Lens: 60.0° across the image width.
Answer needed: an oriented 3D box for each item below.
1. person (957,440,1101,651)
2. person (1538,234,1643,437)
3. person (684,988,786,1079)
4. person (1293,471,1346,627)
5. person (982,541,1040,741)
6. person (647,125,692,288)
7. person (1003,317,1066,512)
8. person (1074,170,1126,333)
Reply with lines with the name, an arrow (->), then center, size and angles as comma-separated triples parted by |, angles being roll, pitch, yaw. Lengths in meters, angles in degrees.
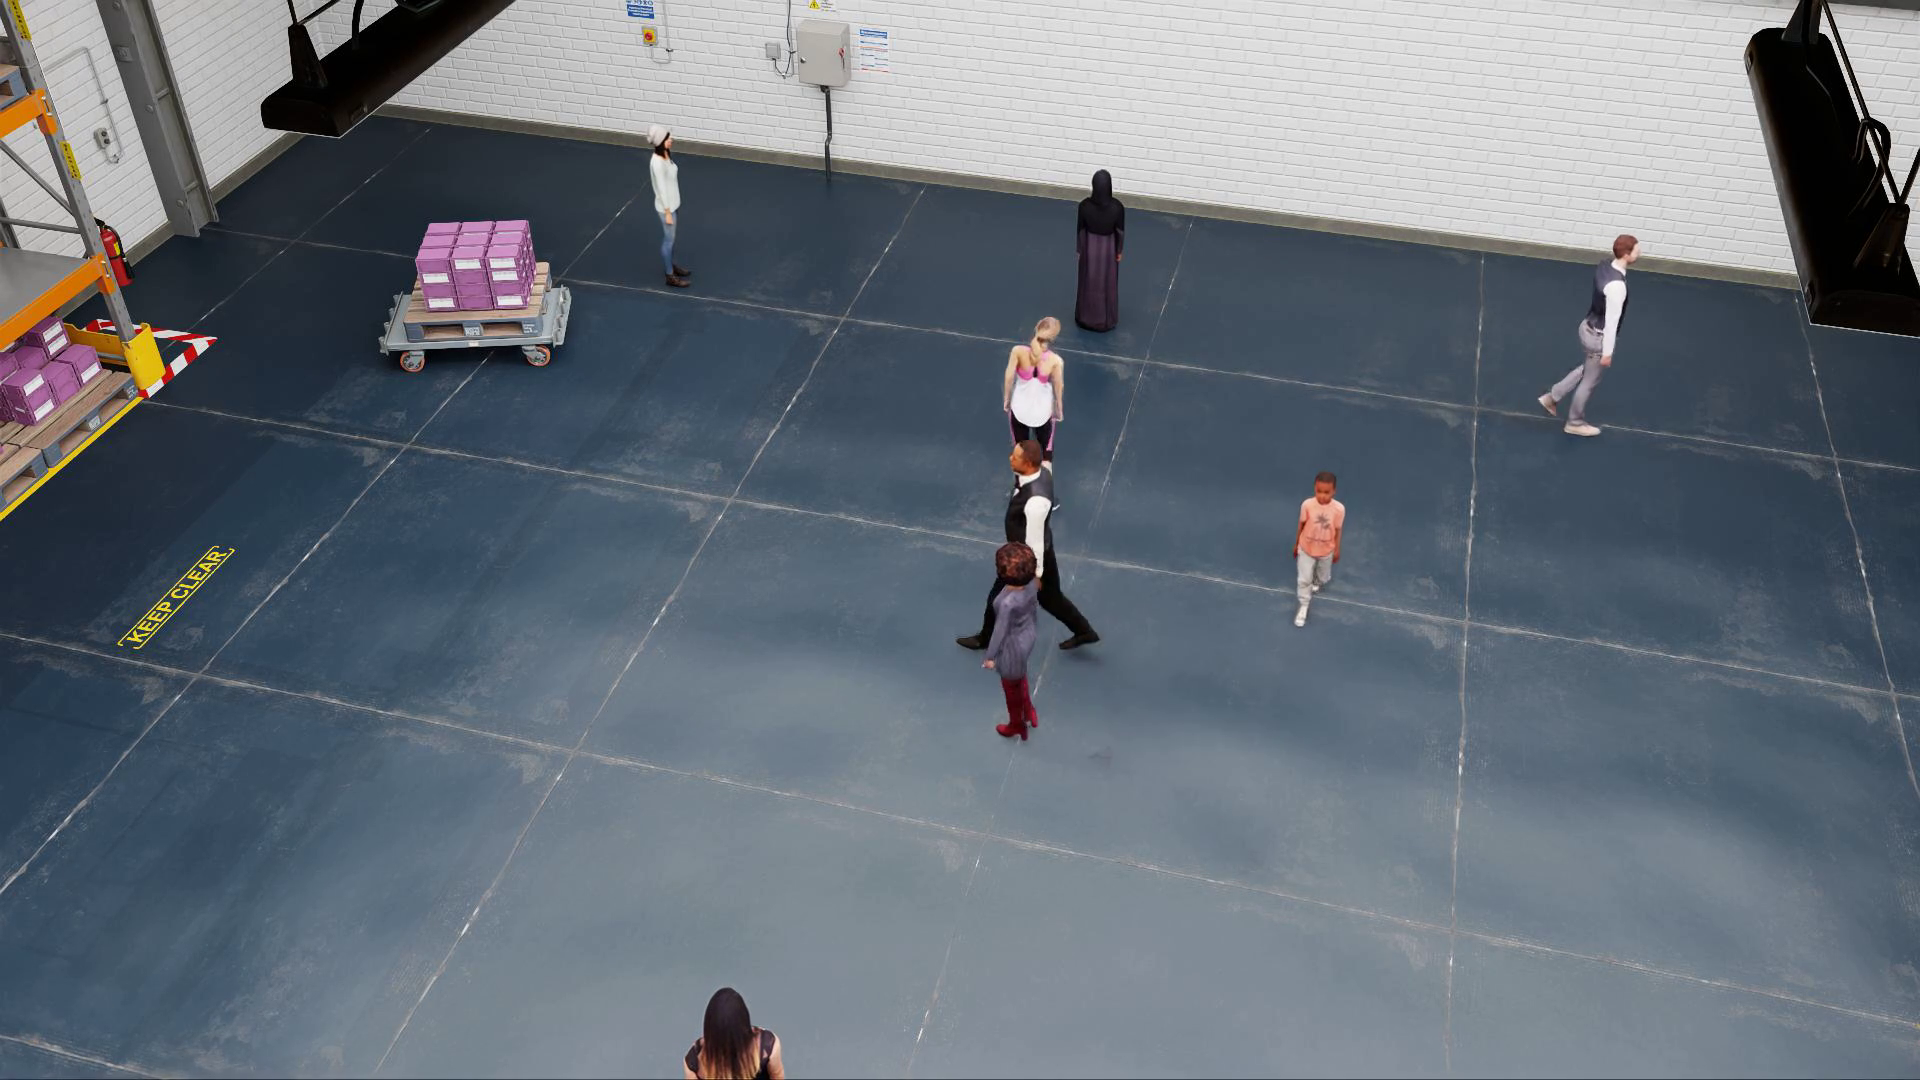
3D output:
person -> 0.589, 0.107, 11.769 | 0.896, 1.876, 1.258 | 4, 39, 5
person -> 5.301, -1.736, 14.040 | 0.781, 1.924, 0.767 | 4, 39, 6
person -> -1.108, 2.871, 8.435 | 0.757, 1.718, 0.776 | -10, 40, -13
person -> 2.657, 0.007, 12.358 | 0.501, 1.297, 0.761 | 12, 40, 14
person -> 0.440, 0.729, 11.132 | 0.737, 1.700, 0.596 | 20, 43, 24
person -> -2.850, -3.267, 16.180 | 0.684, 1.643, 0.530 | -1, 39, -1
person -> 0.557, -1.002, 13.240 | 0.665, 1.773, 0.613 | -1, 39, -2
person -> 1.295, -2.709, 15.504 | 0.620, 1.615, 0.618 | 5, 39, 6
